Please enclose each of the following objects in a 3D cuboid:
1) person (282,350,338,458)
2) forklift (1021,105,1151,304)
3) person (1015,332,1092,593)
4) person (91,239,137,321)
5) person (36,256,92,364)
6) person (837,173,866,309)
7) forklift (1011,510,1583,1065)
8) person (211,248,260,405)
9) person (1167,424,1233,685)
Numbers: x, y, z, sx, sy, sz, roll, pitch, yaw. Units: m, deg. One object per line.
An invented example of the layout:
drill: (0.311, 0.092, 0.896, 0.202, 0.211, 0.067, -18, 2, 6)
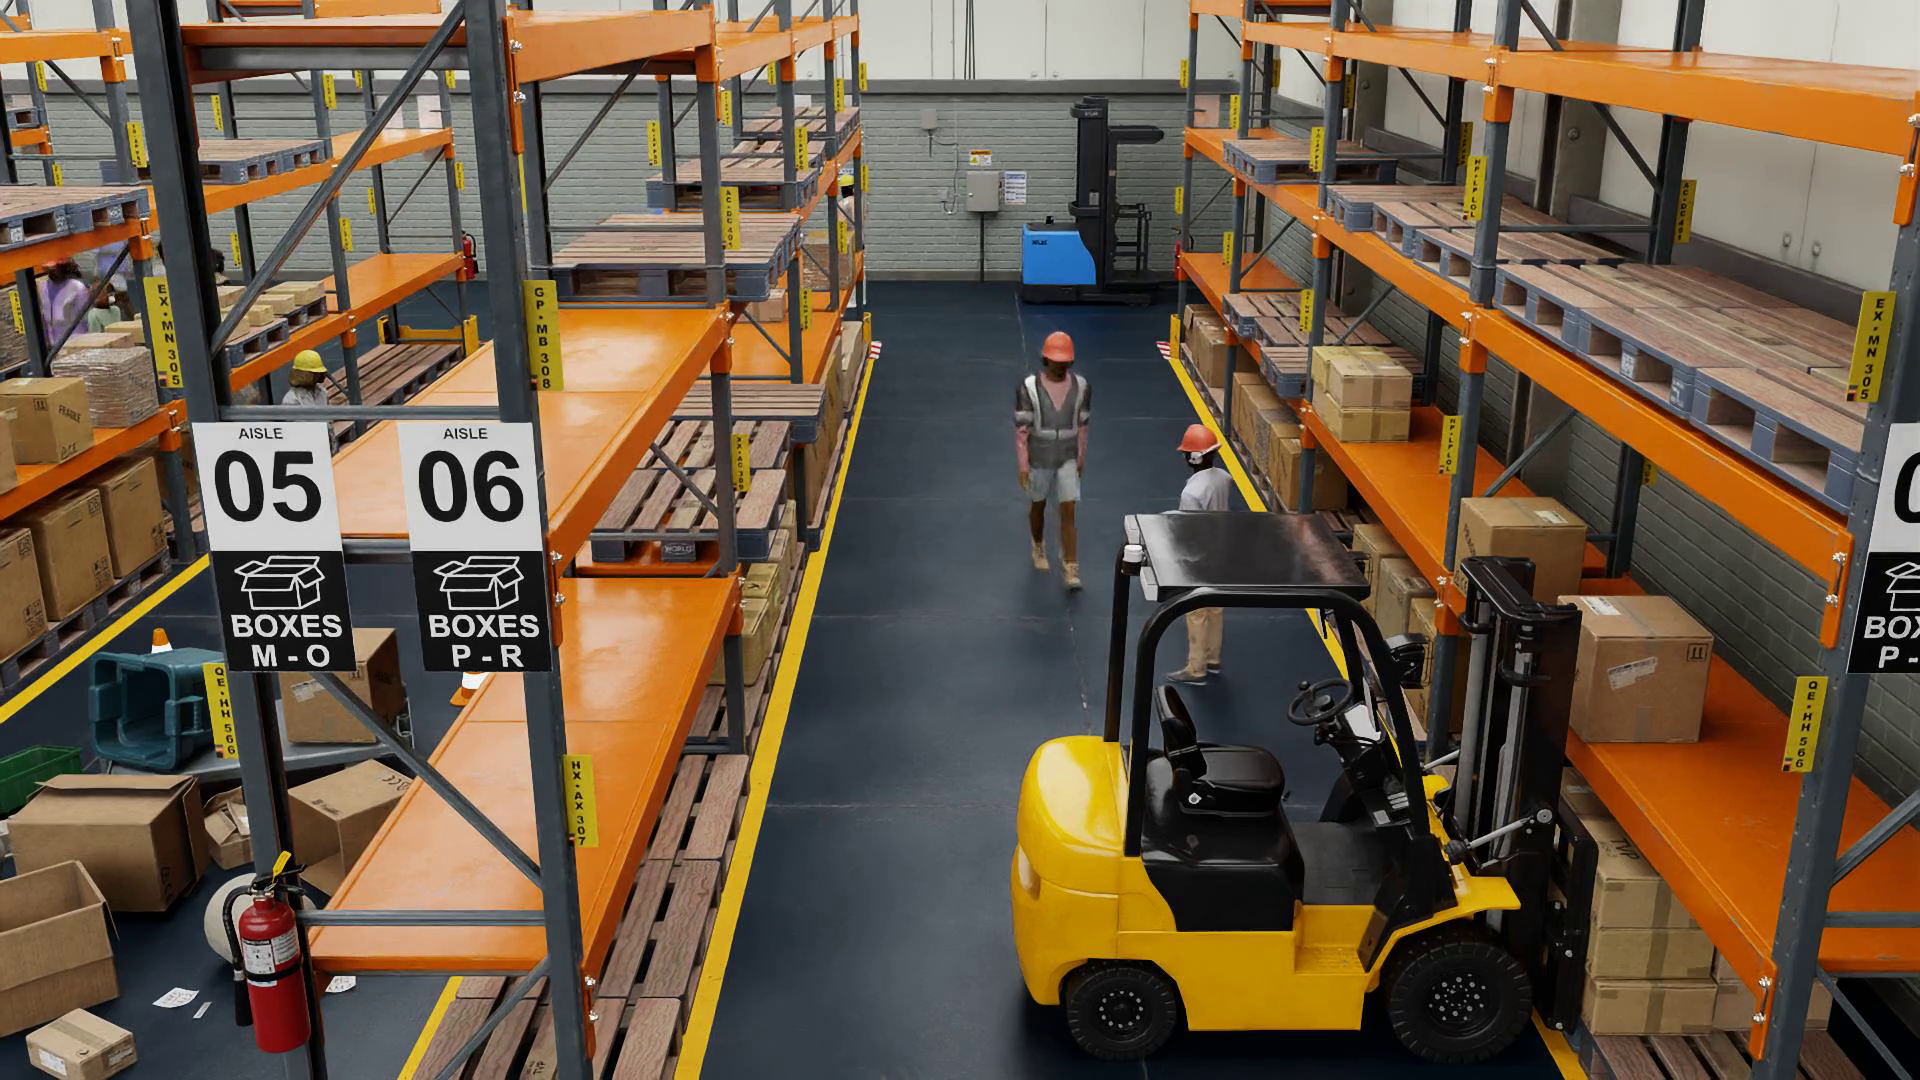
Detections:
person: (-5.146, -0.665, 13.310, 0.322, 1.734, 0.488, 6, 19, 18)
forklift: (1.857, -4.944, 24.441, 1.873, 2.768, 1.129, 0, 18, 0)
person: (0.720, -0.608, 12.727, 0.612, 1.986, 1.063, -3, 18, -8)
person: (-11.034, -3.584, 21.899, 0.994, 1.863, 0.665, 7, 20, 20)
person: (-9.061, -2.039, 17.008, 0.626, 2.023, 0.750, 7, 20, 20)
person: (-1.592, -4.319, 24.049, 0.385, 1.922, 0.594, 12, 22, 31)
forklift: (1.387, 1.055, 7.378, 2.313, 2.155, 1.214, 0, 18, 0)
person: (-8.030, -2.240, 17.991, 0.649, 1.784, 0.910, 10, 21, 27)
person: (1.565, 0.092, 10.984, 0.345, 1.746, 0.573, 11, 21, 31)
